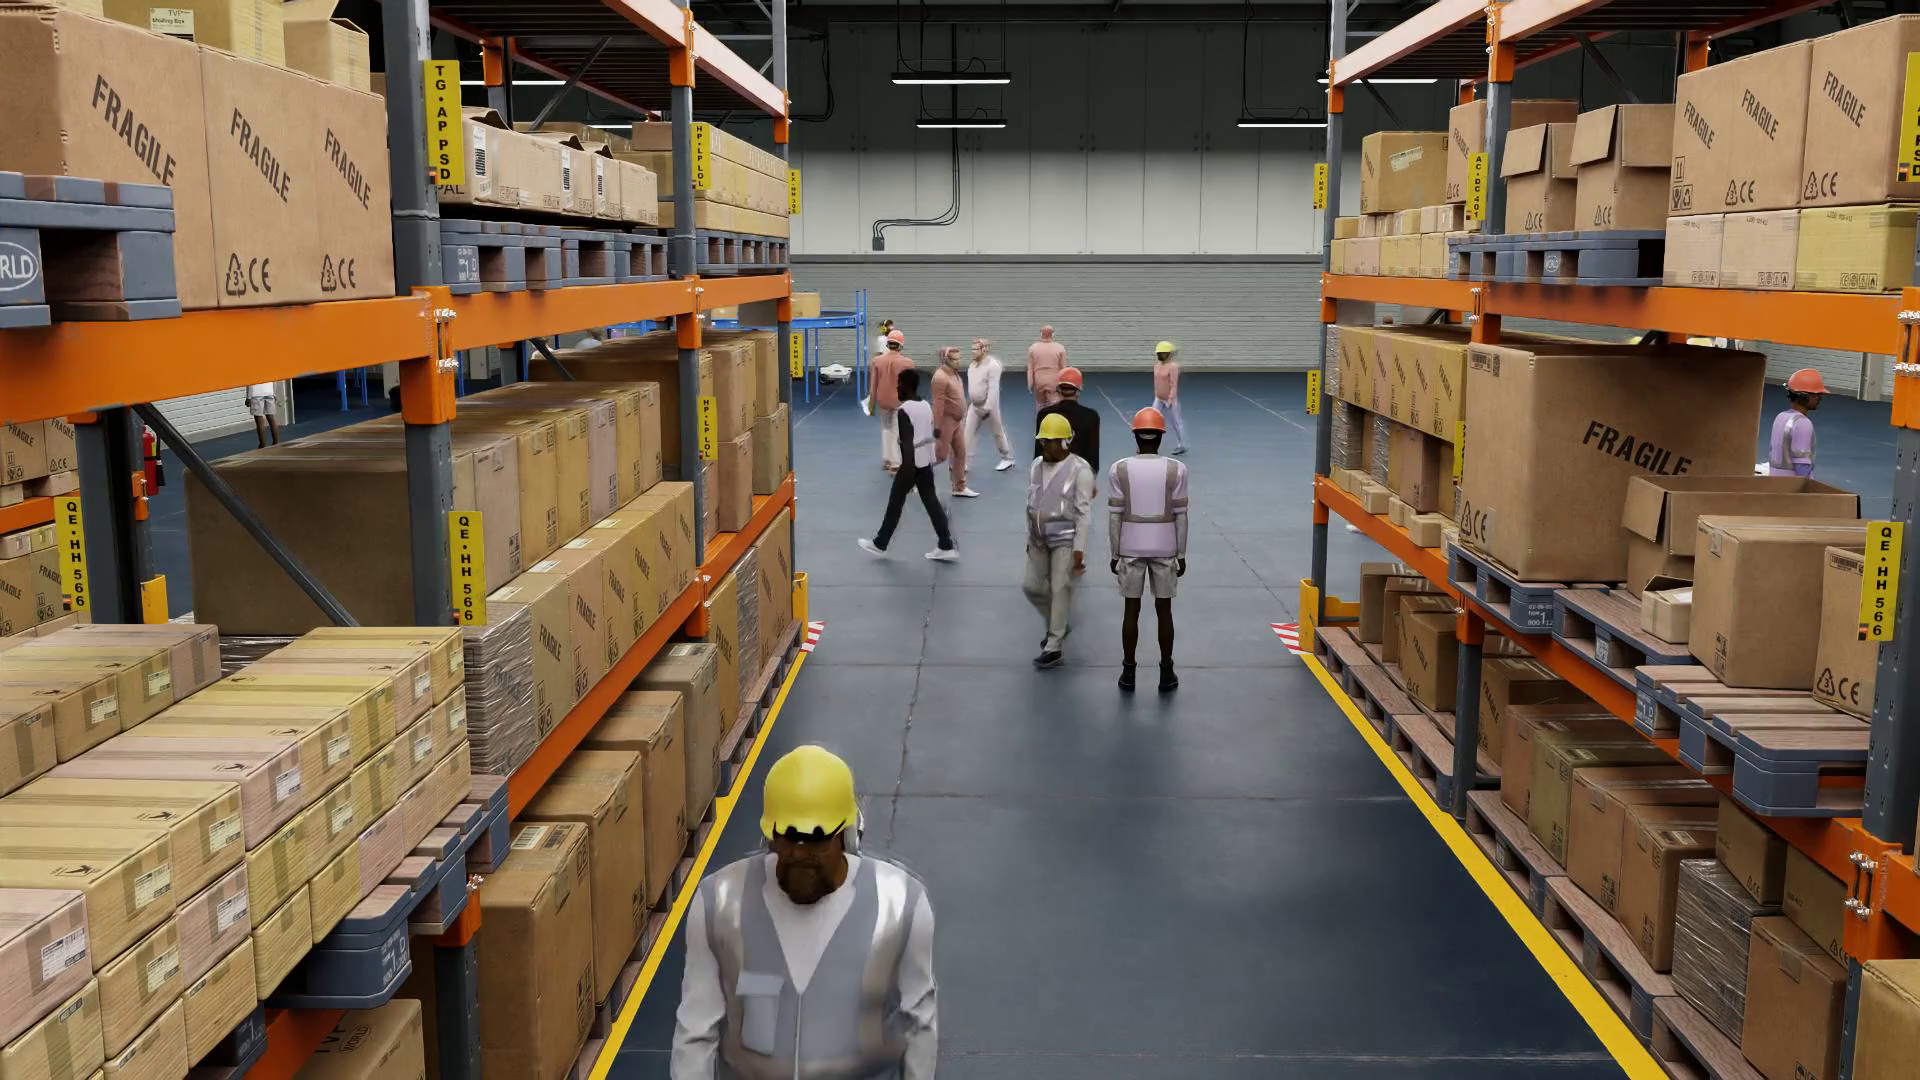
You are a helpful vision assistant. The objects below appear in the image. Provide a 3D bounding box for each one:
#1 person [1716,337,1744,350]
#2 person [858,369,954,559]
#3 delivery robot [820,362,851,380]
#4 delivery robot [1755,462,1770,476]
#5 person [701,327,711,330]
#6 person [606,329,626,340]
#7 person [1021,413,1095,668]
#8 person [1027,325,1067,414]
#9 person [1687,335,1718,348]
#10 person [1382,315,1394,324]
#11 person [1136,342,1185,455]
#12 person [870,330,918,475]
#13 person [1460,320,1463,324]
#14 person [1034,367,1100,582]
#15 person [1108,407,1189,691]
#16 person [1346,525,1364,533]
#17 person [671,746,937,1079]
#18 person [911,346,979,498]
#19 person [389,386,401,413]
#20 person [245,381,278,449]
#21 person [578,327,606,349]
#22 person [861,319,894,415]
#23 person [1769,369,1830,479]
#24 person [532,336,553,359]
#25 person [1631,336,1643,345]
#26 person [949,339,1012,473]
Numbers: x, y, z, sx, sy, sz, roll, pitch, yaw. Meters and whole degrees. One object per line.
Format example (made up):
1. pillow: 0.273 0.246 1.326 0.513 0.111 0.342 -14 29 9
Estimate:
1. person: 14.895 -3.386 32.233 0.506 1.839 0.343 3 10 17
2. person: -0.495 -0.747 16.336 1.031 1.865 0.612 4 10 25
3. delivery robot: -2.966 -4.014 39.676 0.707 0.478 0.477 3 10 15
4. delivery robot: 9.958 -0.782 20.299 0.477 0.478 0.707 -1 9 -7
5. person: -4.194 -2.678 27.817 0.582 1.895 0.655 4 10 24
6. person: -8.812 -5.145 42.506 0.374 1.924 0.594 9 13 43
7. person: 0.685 -0.010 12.049 0.616 1.821 0.514 9 13 43
8. person: 1.418 -2.576 27.246 0.655 1.887 0.773 2 10 10
9. person: 13.261 -2.988 29.918 0.633 1.811 0.837 4 10 25
10. person: 8.632 -3.613 33.599 0.619 1.839 0.430 -4 10 -24
11. person: 3.079 -2.122 25.012 0.904 1.714 0.540 -7 12 -36
12. person: -0.885 -1.898 22.910 0.663 1.969 0.648 2 10 13
13. person: 10.968 -4.100 36.745 0.522 1.763 0.320 -2 10 -11
14. person: 0.962 -0.603 15.214 0.624 1.962 0.963 3 10 16
15. person: 1.277 0.061 11.312 0.542 1.930 0.366 1 10 8
16. person: 4.373 -1.000 17.892 0.520 1.856 0.429 -9 13 -42
17. person: -0.368 1.368 3.861 0.607 1.808 0.710 1 10 4
18. person: -0.216 -1.466 20.634 0.817 1.879 0.644 3 10 19
19. person: -5.528 -0.734 16.833 0.750 1.672 0.536 3 10 17
20. person: -10.425 -2.184 24.752 0.377 1.932 0.548 5 11 26
21. person: -5.975 -2.543 27.011 0.694 1.908 0.413 6 11 33
22. person: -1.453 -3.222 31.239 0.791 1.851 0.509 4 10 25
23. person: 6.822 -0.378 13.599 0.396 2.042 0.610 1 10 8
24. person: -5.981 -2.066 24.044 0.629 1.934 0.378 9 13 43
25. person: 10.992 -2.484 27.214 0.495 1.708 0.846 -7 12 -35
26. person: 0.331 -1.862 23.119 1.045 1.854 0.636 -9 13 -44
